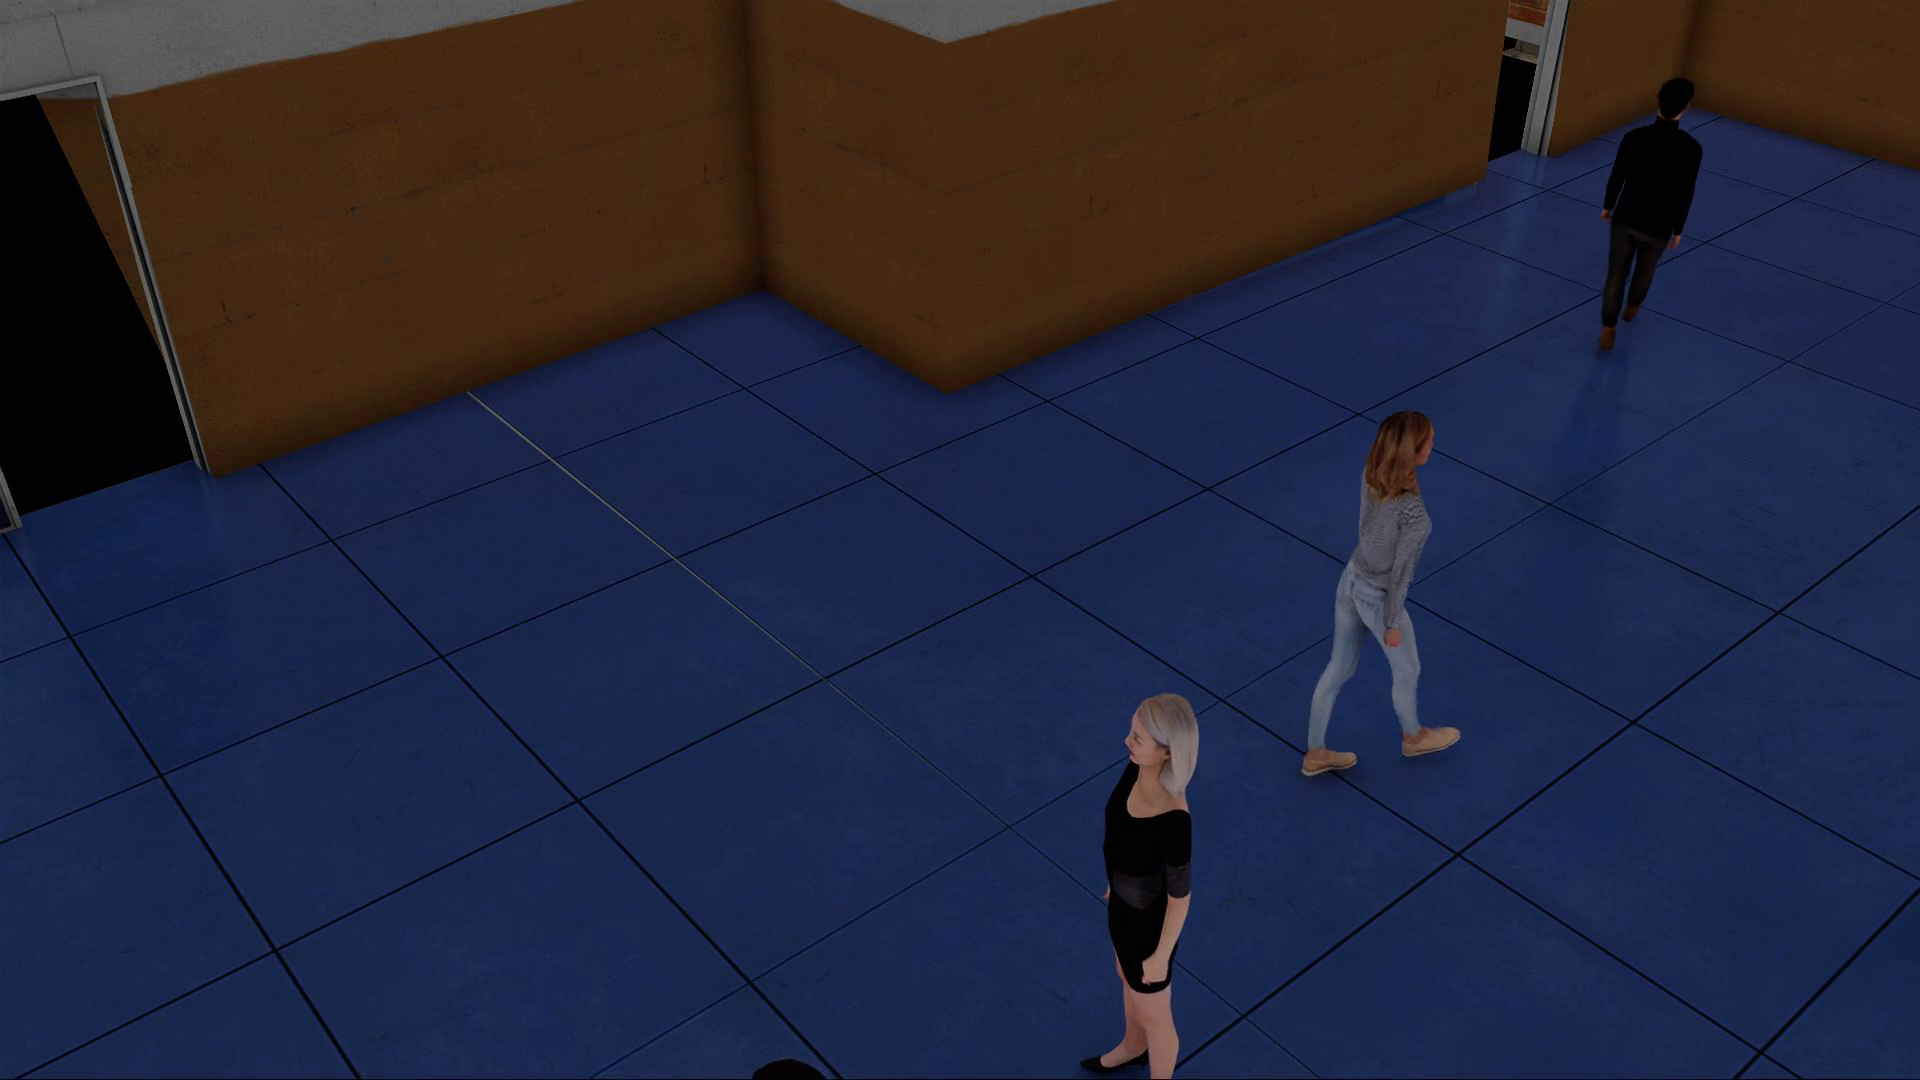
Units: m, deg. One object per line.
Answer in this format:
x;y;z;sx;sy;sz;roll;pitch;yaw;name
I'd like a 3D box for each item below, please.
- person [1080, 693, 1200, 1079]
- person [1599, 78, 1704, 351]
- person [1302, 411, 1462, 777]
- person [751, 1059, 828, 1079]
0.606;1.231;5.432;0.716;1.829;0.595;-8;34;-11;person
4.264;-1.994;10.411;1.113;1.683;1.012;15;36;21;person
1.644;0.278;6.916;0.905;1.771;0.994;-10;35;-15;person
-0.436;1.992;4.343;0.543;1.767;0.695;22;40;30;person
